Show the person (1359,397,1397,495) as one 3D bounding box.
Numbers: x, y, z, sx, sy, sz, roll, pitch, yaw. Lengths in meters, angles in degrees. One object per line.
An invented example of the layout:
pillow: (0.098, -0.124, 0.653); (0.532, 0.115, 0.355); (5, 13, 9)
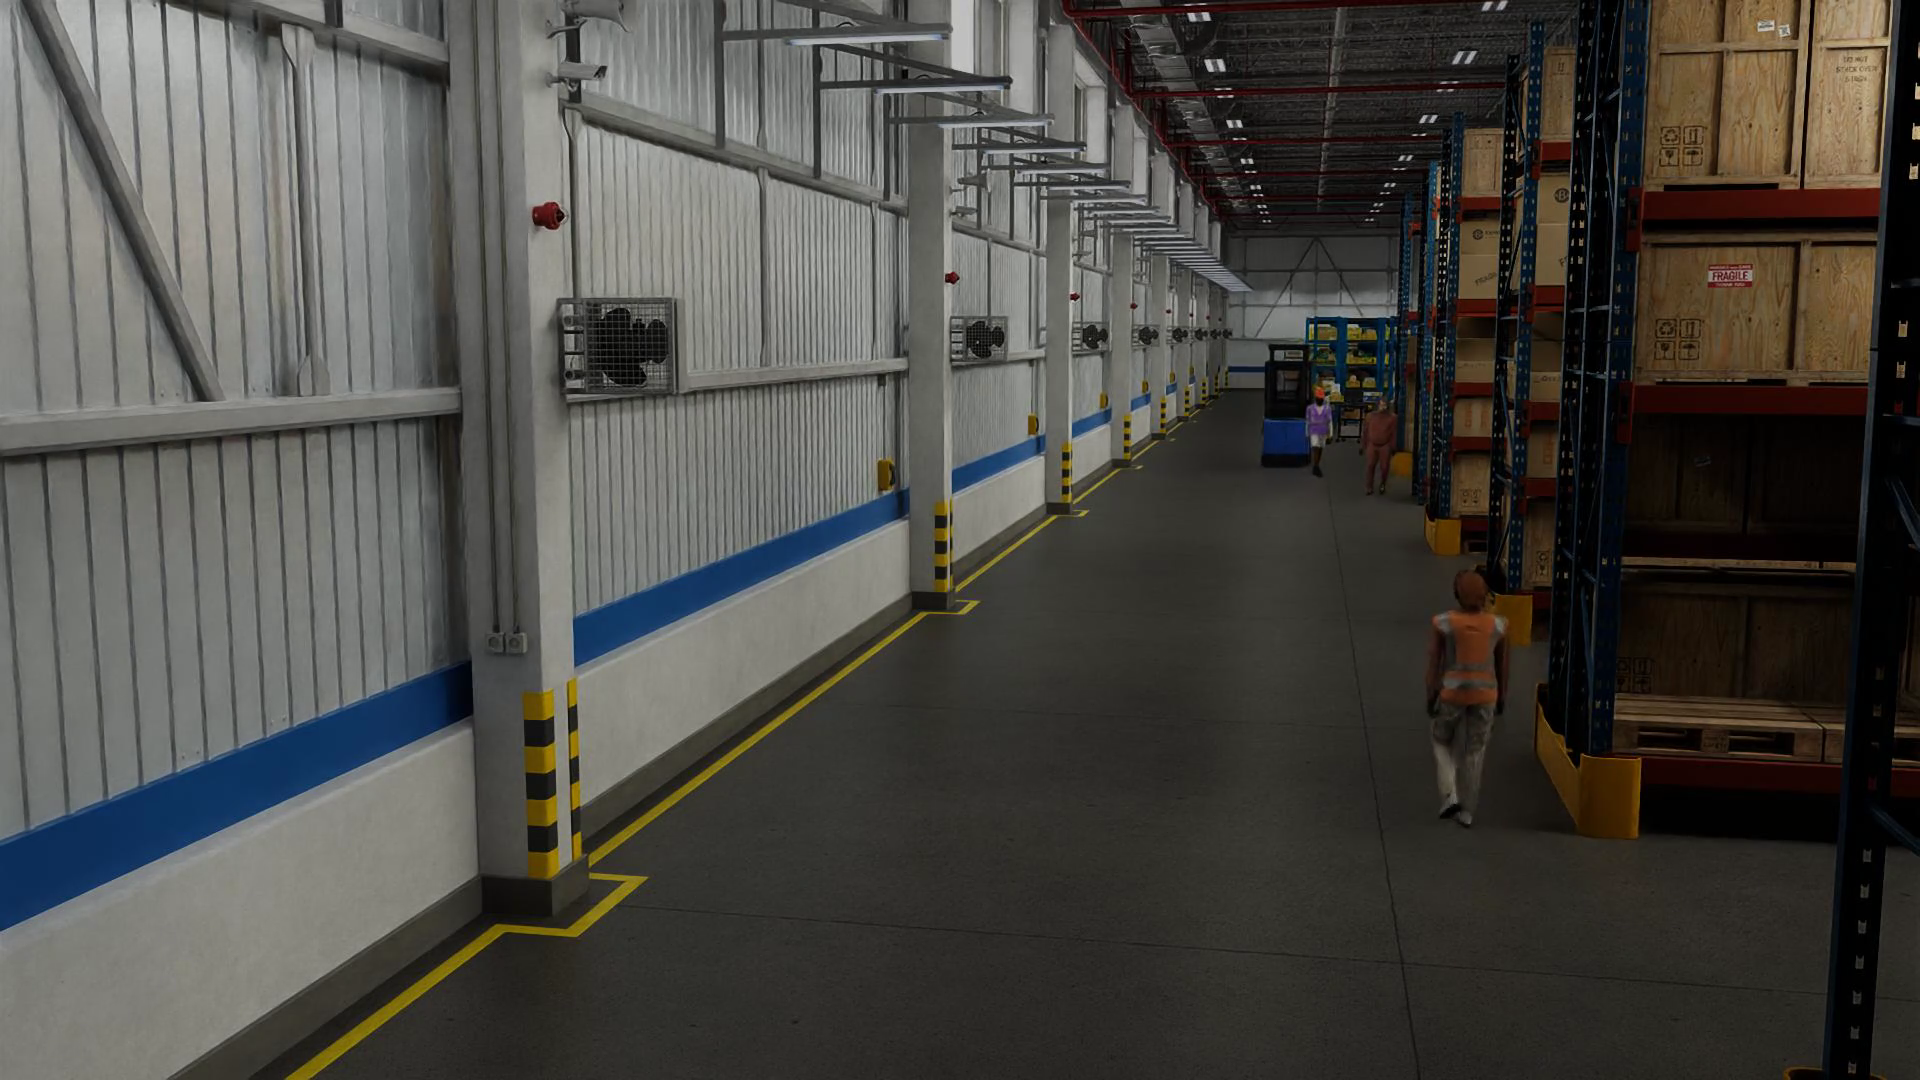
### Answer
person: (7.920, -1.774, 31.549); (0.683, 1.883, 0.479); (2, 7, 17)

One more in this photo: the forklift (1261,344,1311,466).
forklift: (7.630, -3.169, 38.761); (1.129, 2.768, 1.873); (1, 7, 12)

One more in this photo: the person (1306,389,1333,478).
person: (7.718, -2.310, 35.808); (0.559, 1.900, 0.970); (0, 7, 0)

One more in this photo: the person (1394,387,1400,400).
person: (12.365, -3.596, 46.768); (0.384, 1.730, 0.495); (-4, 8, -28)

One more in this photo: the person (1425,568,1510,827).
person: (3.178, 0.989, 10.436); (0.528, 1.623, 0.371); (1, 7, 6)
